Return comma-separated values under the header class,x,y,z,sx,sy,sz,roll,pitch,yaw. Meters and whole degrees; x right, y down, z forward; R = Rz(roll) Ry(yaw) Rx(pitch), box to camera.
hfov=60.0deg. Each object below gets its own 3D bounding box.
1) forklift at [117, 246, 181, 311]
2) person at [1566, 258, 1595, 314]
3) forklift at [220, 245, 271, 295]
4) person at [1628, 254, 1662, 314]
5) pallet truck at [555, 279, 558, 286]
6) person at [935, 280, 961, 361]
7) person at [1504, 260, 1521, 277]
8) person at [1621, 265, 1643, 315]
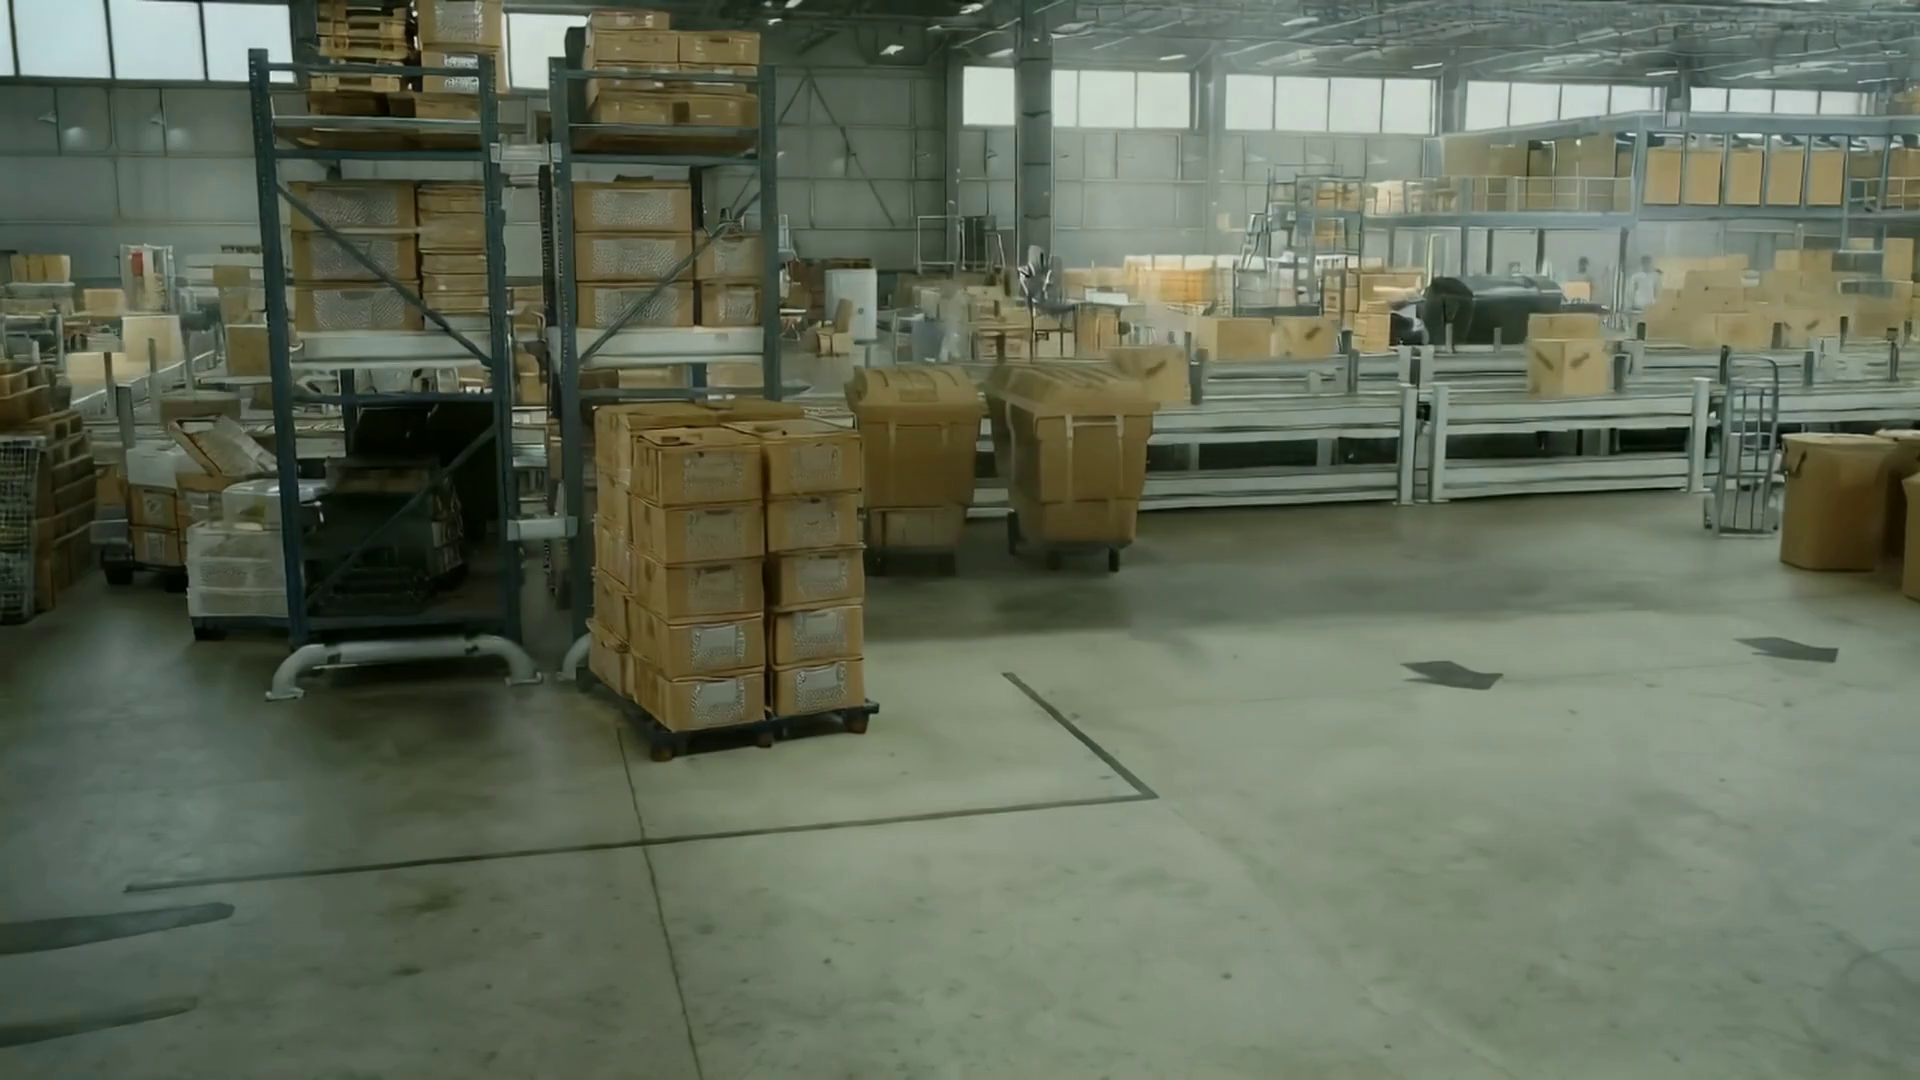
class,x,y,z,sx,sy,sz,roll,pitch,yaw
forklift,-19.966,-6.232,40.894,1.157,1.987,2.680,-3,10,-15
person,12.755,-4.855,34.246,0.551,1.902,0.982,-1,10,-7
forklift,-17.749,-6.334,41.440,1.157,1.987,2.680,-3,10,-17
person,13.231,-4.499,32.027,0.634,1.959,0.823,1,10,7
pallet truck,-10.604,-6.375,44.520,0.653,1.274,1.630,-3,10,-15
person,-0.204,-3.108,25.111,0.565,1.615,0.531,2,10,11
person,11.736,-5.011,35.295,0.600,1.831,0.404,5,11,27
person,14.631,-5.091,36.096,0.506,1.704,0.856,-2,10,-11
